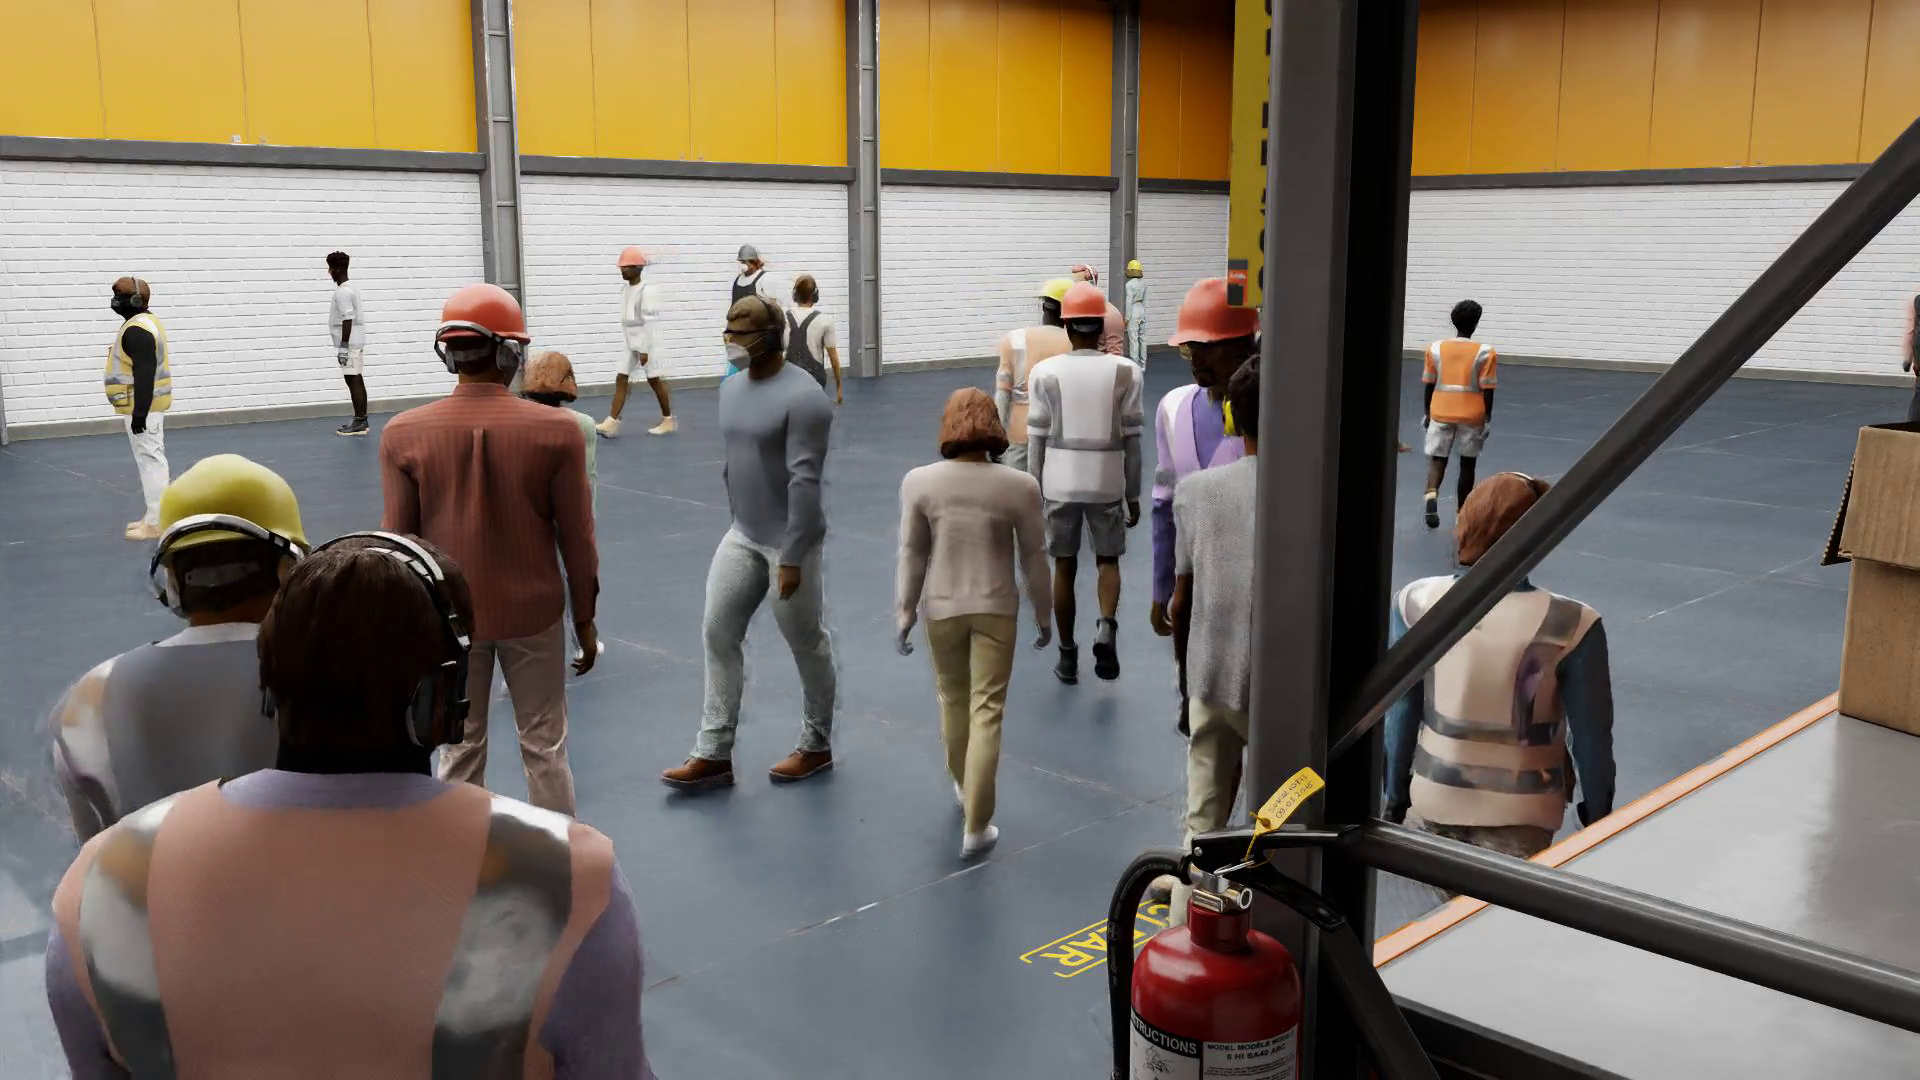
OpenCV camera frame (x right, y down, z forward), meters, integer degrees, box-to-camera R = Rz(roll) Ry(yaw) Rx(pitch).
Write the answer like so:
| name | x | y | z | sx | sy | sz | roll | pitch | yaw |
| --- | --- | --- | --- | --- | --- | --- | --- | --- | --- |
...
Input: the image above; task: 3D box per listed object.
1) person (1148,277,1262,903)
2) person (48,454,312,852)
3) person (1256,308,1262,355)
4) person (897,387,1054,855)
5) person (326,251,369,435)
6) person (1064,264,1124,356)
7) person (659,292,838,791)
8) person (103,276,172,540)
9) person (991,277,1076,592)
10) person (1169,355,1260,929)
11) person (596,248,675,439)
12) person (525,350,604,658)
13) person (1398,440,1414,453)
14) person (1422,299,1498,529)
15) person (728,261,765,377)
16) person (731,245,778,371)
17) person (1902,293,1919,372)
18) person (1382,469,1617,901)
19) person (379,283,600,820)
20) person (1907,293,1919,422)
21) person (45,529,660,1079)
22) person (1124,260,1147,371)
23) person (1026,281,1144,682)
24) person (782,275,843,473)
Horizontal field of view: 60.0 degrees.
| name | x | y | z | sx | sy | sz | roll | pitch | yaw |
| --- | --- | --- | --- | --- | --- | --- | --- | --- | --- |
| person | 0.940 | 0.144 | 5.472 | 0.822 | 2.013 | 0.623 | -9 | 14 | -41 |
| person | -1.080 | 0.750 | 2.769 | 0.658 | 1.776 | 0.793 | 1 | 10 | 4 |
| person | 3.017 | -2.059 | 17.550 | 0.622 | 1.989 | 0.414 | 1 | 10 | 8 |
| person | 0.071 | 0.255 | 5.943 | 0.536 | 1.595 | 0.786 | 2 | 11 | 11 |
| person | -6.562 | -2.105 | 17.834 | 0.367 | 1.961 | 0.609 | -2 | 11 | -8 |
| person | 0.960 | -1.187 | 12.986 | 0.401 | 1.906 | 0.651 | -9 | 14 | -42 |
| person | -0.800 | 0.036 | 6.298 | 0.652 | 1.906 | 0.857 | 10 | 15 | 44 |
| person | -5.796 | -0.931 | 11.757 | 0.429 | 1.845 | 0.633 | -4 | 11 | -22 |
| person | 0.510 | -0.632 | 10.031 | 0.636 | 1.875 | 0.531 | 0 | 10 | 1 |
| person | 0.819 | 0.422 | 4.439 | 0.548 | 1.820 | 0.889 | 8 | 13 | 37 |
| person | -3.444 | -2.054 | 17.481 | 1.030 | 1.984 | 0.630 | -10 | 14 | -42 |
| person | -1.977 | -0.116 | 8.004 | 0.501 | 1.590 | 0.874 | 1 | 10 | 5 |
| person | 3.989 | -1.774 | 16.191 | 0.898 | 1.915 | 0.637 | 0 | 10 | -1 |
| person | 3.553 | -0.878 | 11.905 | 0.541 | 1.677 | 0.647 | 6 | 12 | 29 |
| person | -2.689 | -2.774 | 21.940 | 0.946 | 1.792 | 0.578 | -3 | 11 | -18 |
| person | -2.621 | -2.721 | 20.979 | 0.695 | 2.000 | 0.639 | 8 | 13 | 36 |
| person | 10.115 | -1.945 | 17.247 | 0.630 | 1.865 | 0.903 | 2 | 10 | 8 |
| person | 1.225 | 0.637 | 3.888 | 0.530 | 1.599 | 0.840 | 10 | 14 | 43 |
| person | -1.404 | 0.230 | 5.027 | 0.623 | 1.986 | 0.397 | -2 | 11 | -11 |
| person | 9.520 | -1.783 | 16.193 | 0.593 | 1.921 | 0.392 | -3 | 11 | -15 |
| person | -0.643 | 0.894 | 1.868 | 0.641 | 1.823 | 0.590 | 0 | 10 | 2 |
| person | 2.730 | -3.504 | 26.063 | 0.309 | 1.744 | 0.485 | 9 | 14 | 41 |
| person | 0.586 | -0.242 | 7.808 | 0.546 | 1.923 | 0.551 | 0 | 10 | 0 |
| person | -1.247 | -1.294 | 13.866 | 0.538 | 1.791 | 0.965 | 3 | 11 | 14 |
